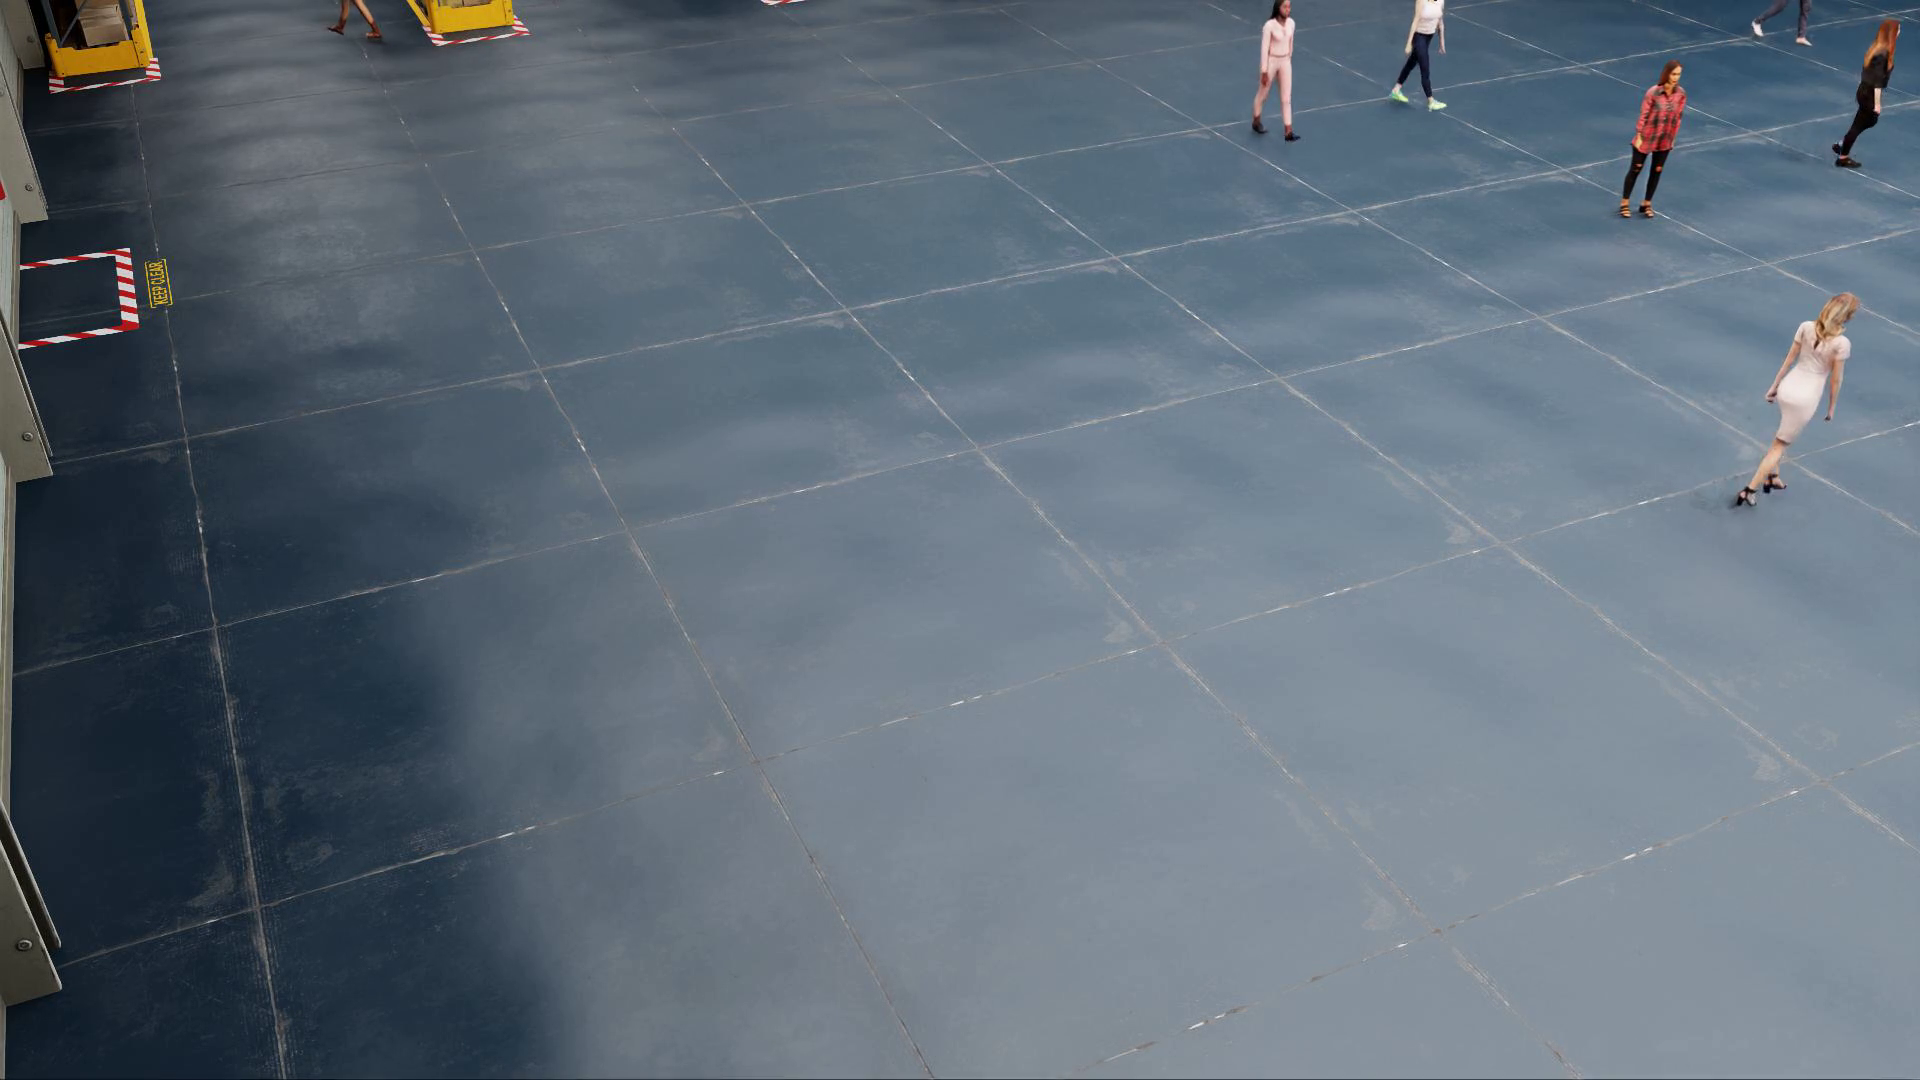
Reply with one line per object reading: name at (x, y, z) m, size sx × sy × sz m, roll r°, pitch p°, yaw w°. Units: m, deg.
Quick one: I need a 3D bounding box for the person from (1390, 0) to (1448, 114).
person at (5.704, -6.238, 20.810) m, size 0.781 × 1.655 × 1.223 m, roll -21°, pitch 39°, yaw -29°

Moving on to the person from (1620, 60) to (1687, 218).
person at (7.420, -4.287, 17.771) m, size 0.687 × 1.699 × 0.676 m, roll 0°, pitch 33°, yaw 0°

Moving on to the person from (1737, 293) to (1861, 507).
person at (6.316, -1.034, 12.686) m, size 0.628 × 1.788 × 0.705 m, roll -19°, pitch 38°, yaw -27°

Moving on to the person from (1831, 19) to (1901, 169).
person at (10.286, -5.093, 19.007) m, size 0.796 × 1.701 × 0.741 m, roll 13°, pitch 35°, yaw 19°

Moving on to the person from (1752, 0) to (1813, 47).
person at (11.593, -7.798, 23.142) m, size 0.696 × 1.728 × 1.126 m, roll -20°, pitch 38°, yaw -28°

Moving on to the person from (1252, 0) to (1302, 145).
person at (3.695, -5.614, 19.832) m, size 0.629 × 1.675 × 1.089 m, roll -14°, pitch 36°, yaw -20°

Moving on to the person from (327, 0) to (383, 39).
person at (-8.459, -7.801, 23.206) m, size 1.119 × 1.664 × 1.110 m, roll 8°, pitch 34°, yaw 12°
